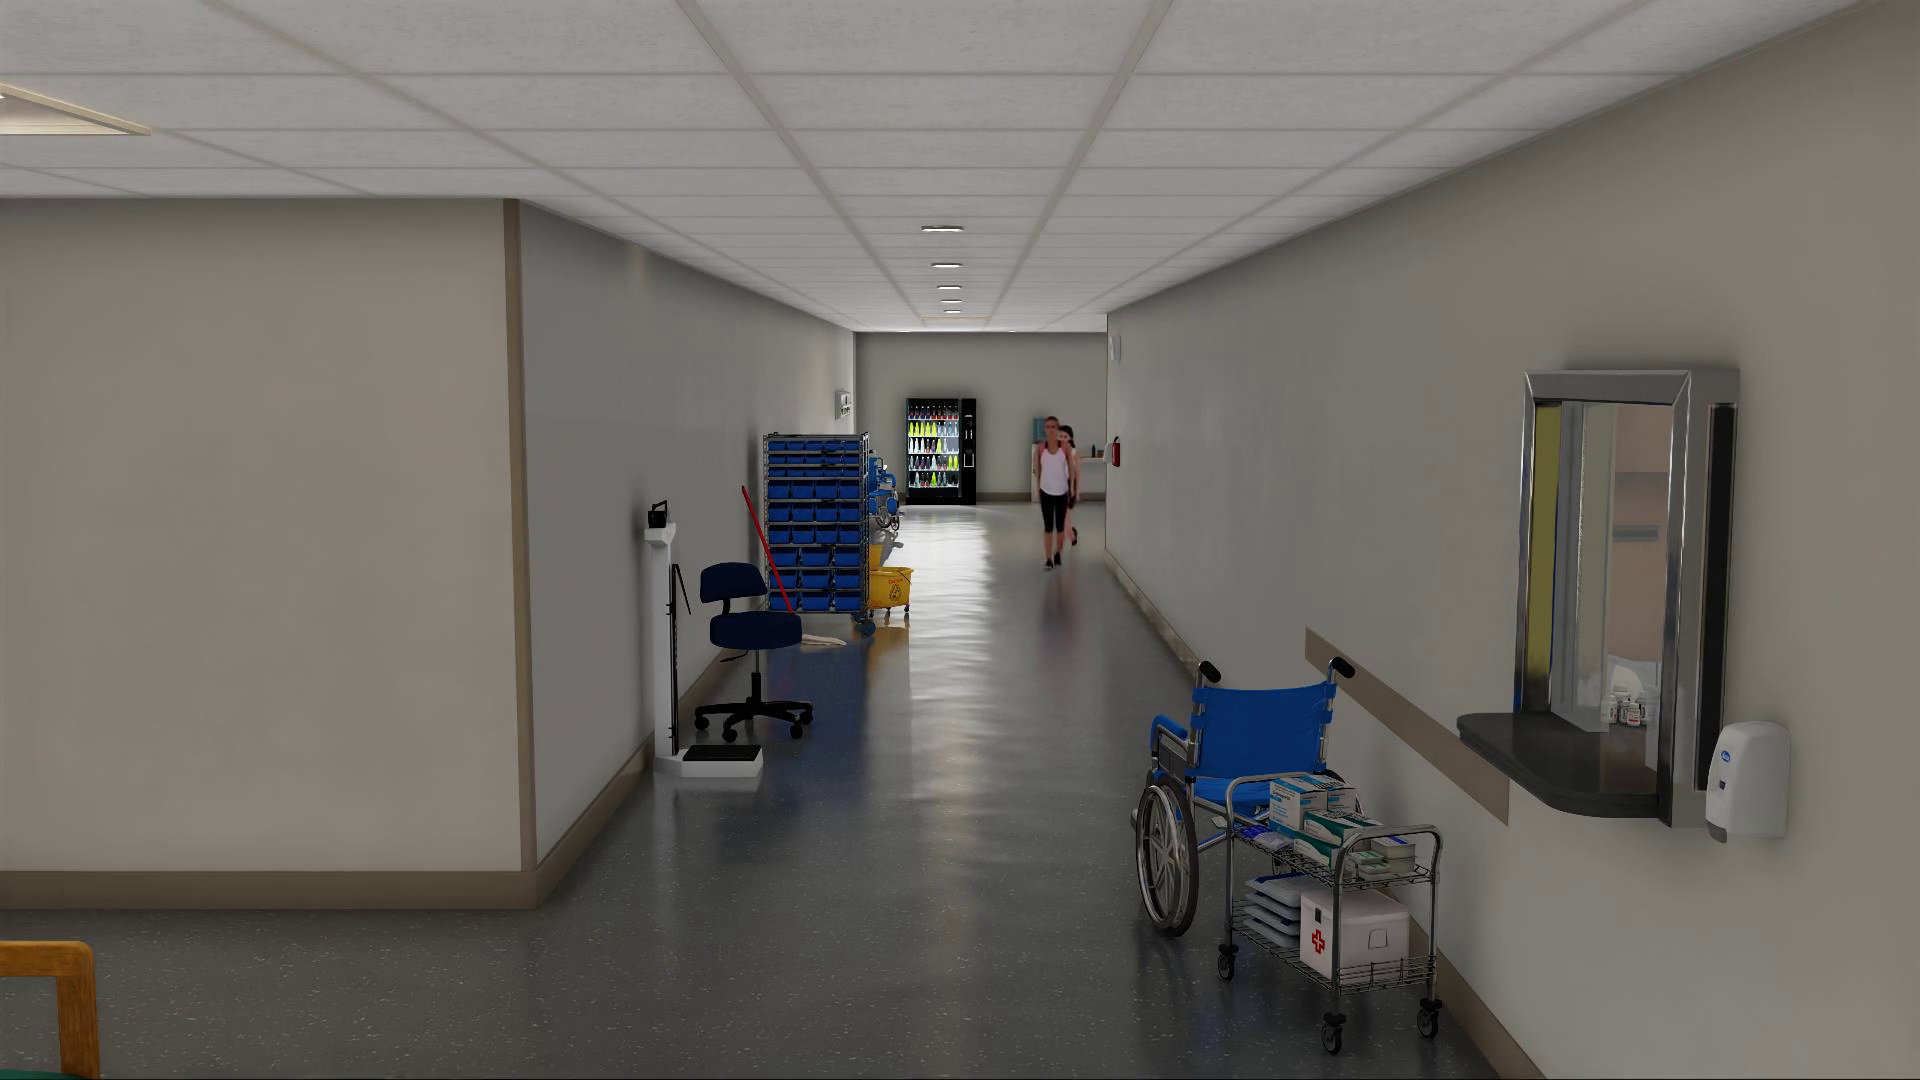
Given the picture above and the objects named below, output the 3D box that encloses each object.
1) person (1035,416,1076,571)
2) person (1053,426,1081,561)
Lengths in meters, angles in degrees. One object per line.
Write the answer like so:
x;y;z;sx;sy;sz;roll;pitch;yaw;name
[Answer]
1.106;-0.511;19.114;1.108;1.741;0.770;1;6;8;person
1.269;-0.550;20.079;0.966;1.624;0.850;2;6;20;person
